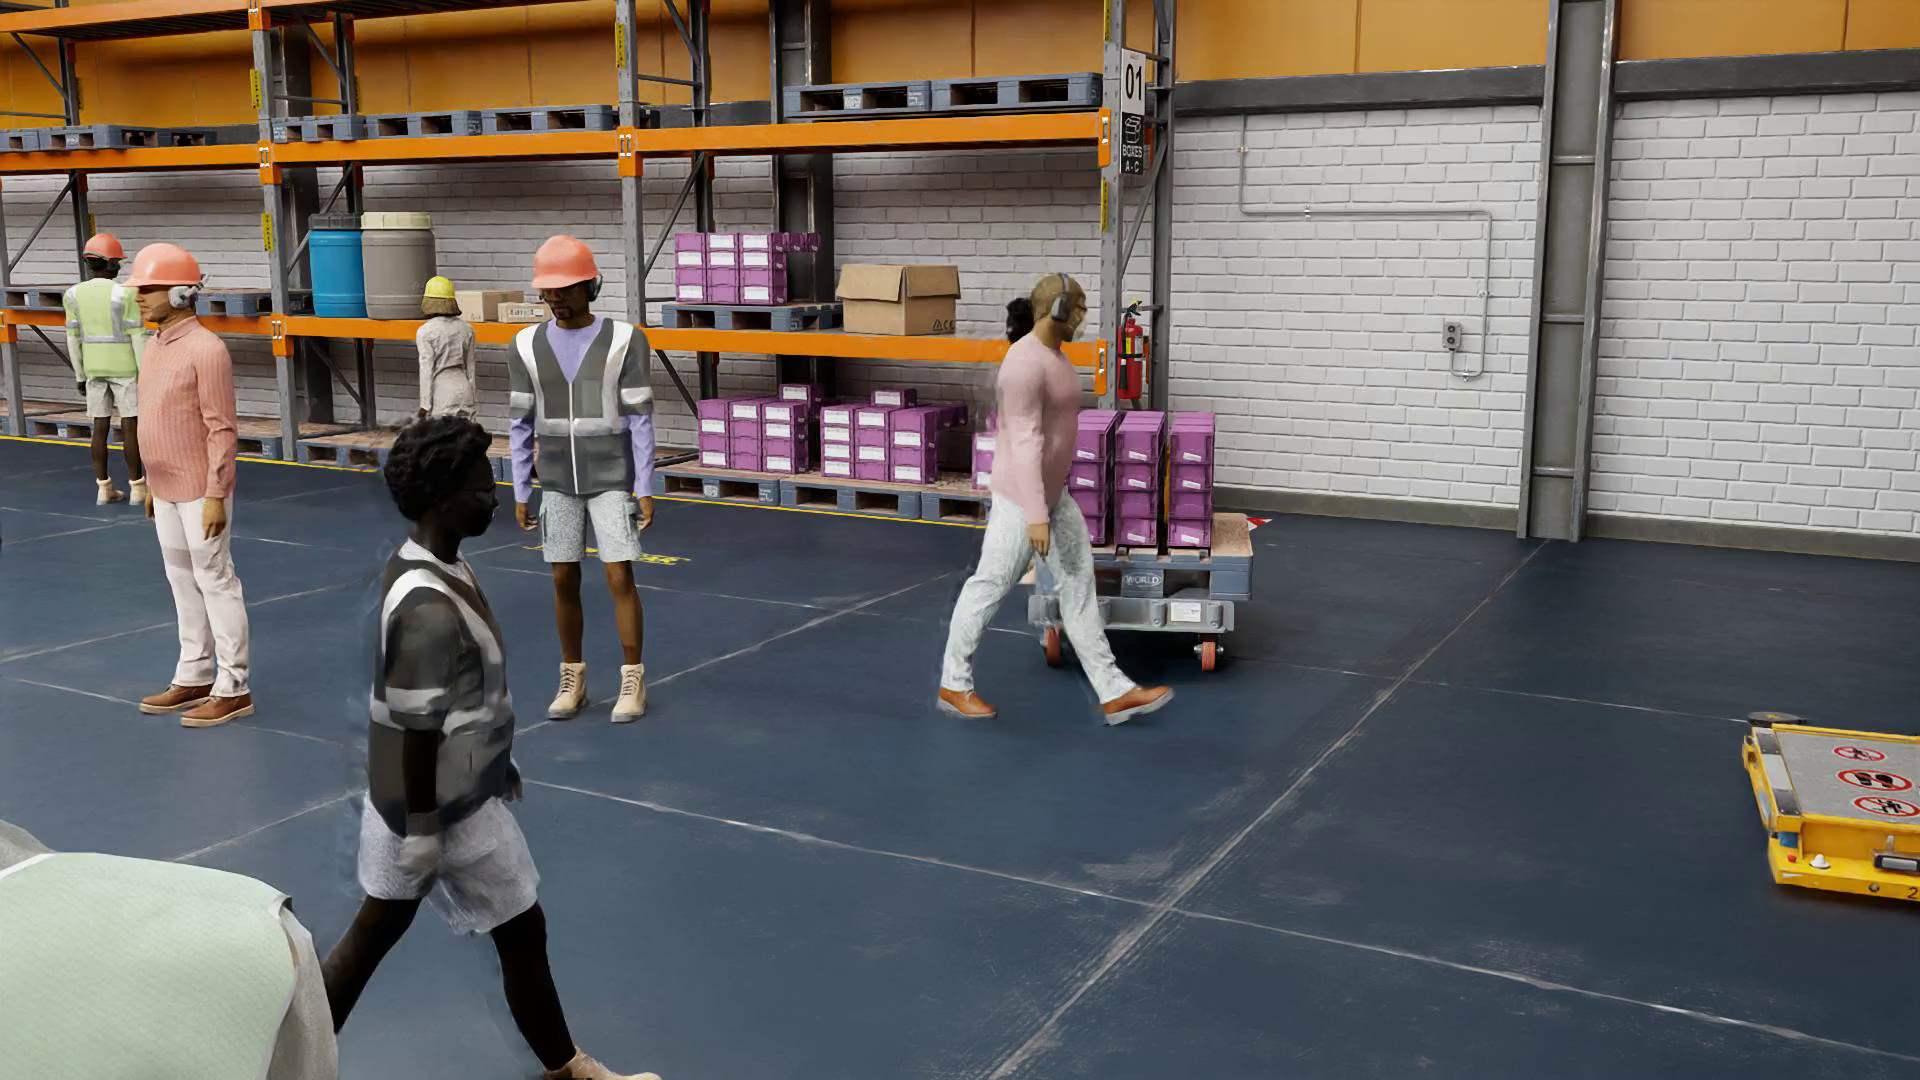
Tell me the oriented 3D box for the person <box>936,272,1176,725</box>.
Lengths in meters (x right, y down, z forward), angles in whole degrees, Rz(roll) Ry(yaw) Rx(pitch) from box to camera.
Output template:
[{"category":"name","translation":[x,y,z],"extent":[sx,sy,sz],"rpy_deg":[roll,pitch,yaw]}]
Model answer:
[{"category":"person","translation":[0.361,-0.153,6.882],"extent":[1.031,1.871,0.679],"rpy_deg":[4,11,22]}]

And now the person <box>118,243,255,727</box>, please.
[{"category":"person","translation":[-3.230,-0.225,6.934],"extent":[0.615,1.993,0.386],"rpy_deg":[8,13,37]}]

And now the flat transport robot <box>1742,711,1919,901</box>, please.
[{"category":"flat transport robot","translation":[3.062,0.876,5.626],"extent":[0.652,0.197,1.431],"rpy_deg":[4,11,21]}]

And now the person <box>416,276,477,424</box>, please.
[{"category":"person","translation":[-3.648,-0.992,11.827],"extent":[0.306,1.745,0.483],"rpy_deg":[7,12,34]}]

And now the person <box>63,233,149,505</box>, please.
[{"category":"person","translation":[-6.399,-1.279,12.574],"extent":[0.605,2.045,0.385],"rpy_deg":[1,10,7]}]

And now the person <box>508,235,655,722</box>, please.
[{"category":"person","translation":[-1.578,-0.240,6.932],"extent":[0.612,2.029,0.409],"rpy_deg":[1,10,4]}]

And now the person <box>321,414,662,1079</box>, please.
[{"category":"person","translation":[-1.159,0.545,3.668],"extent":[0.876,1.652,0.534],"rpy_deg":[-4,11,-21]}]

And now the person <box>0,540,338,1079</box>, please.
[{"category":"person","translation":[-0.718,0.861,1.189],"extent":[0.597,1.916,0.372],"rpy_deg":[-4,11,-21]}]
